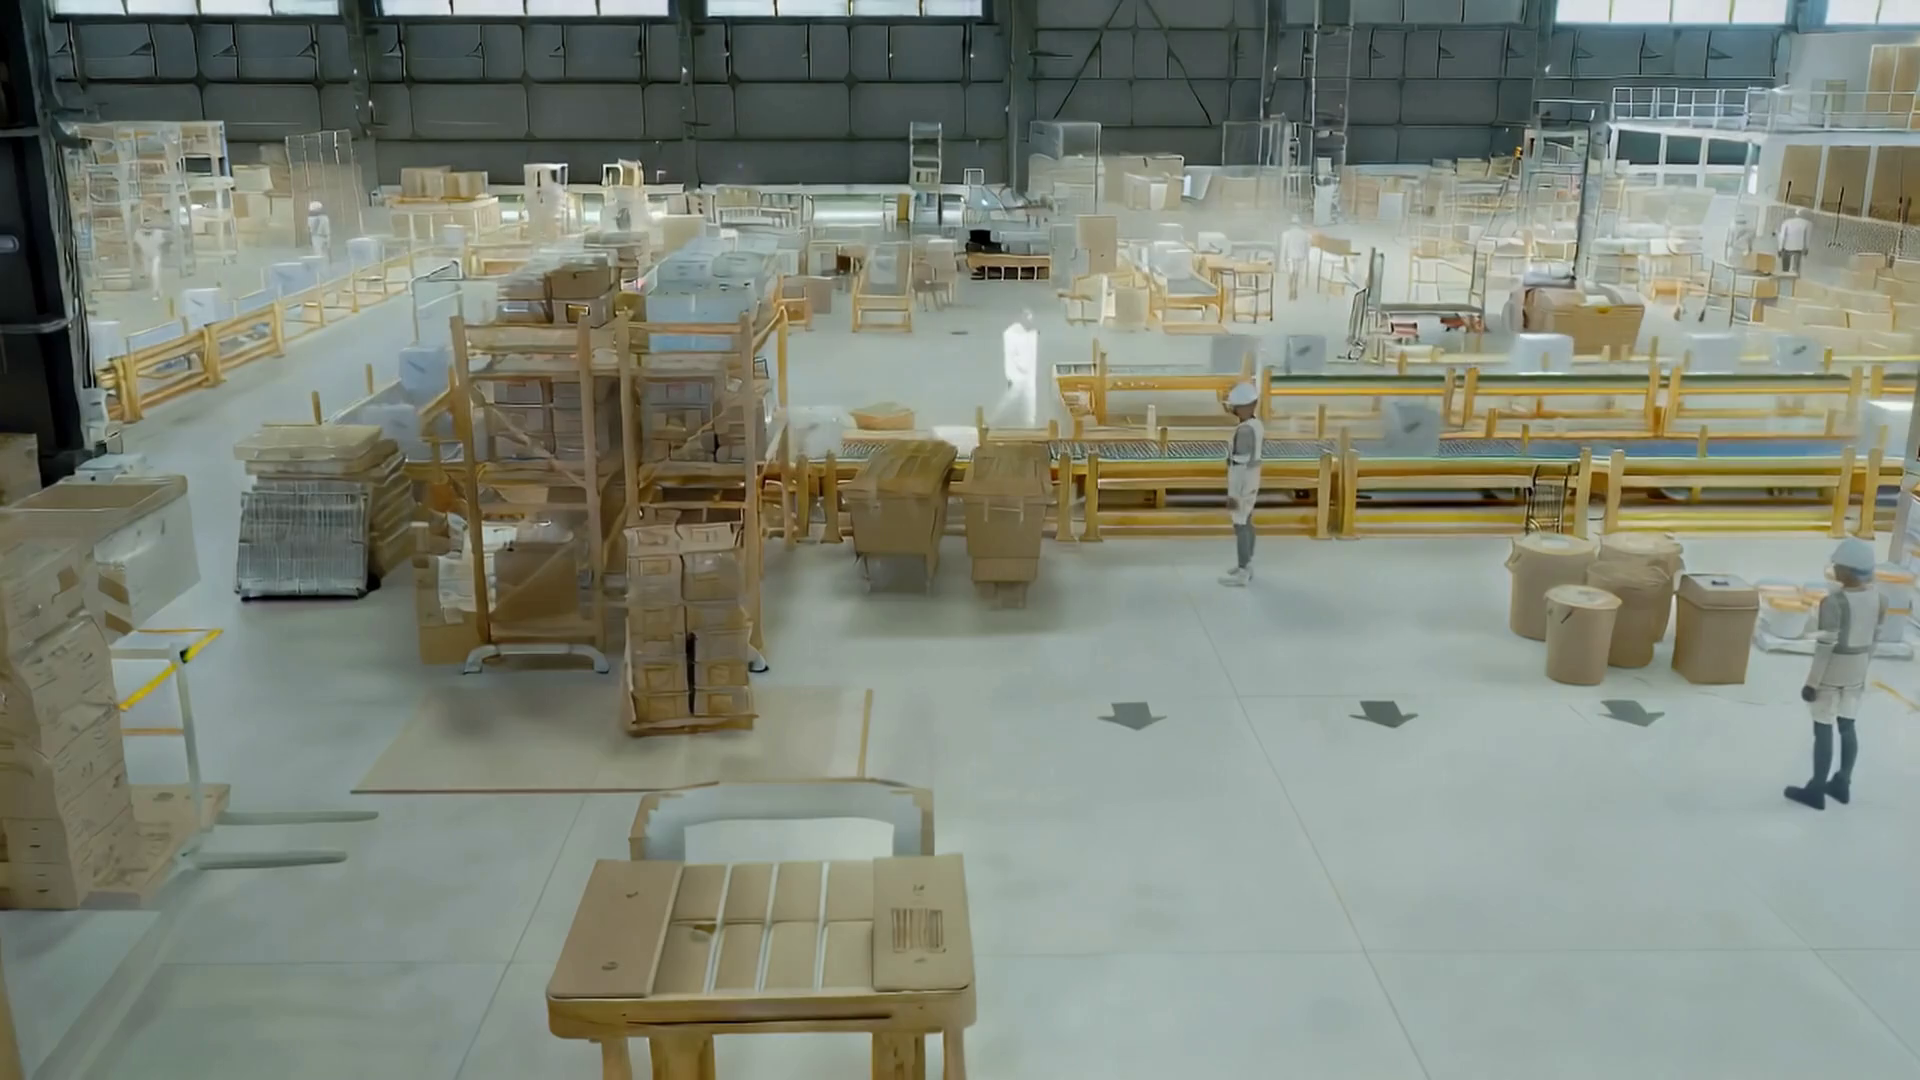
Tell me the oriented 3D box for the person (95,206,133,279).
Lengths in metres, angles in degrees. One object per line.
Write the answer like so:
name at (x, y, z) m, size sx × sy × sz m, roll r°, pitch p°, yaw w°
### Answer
person at (-20.164, -7.039, 39.222) m, size 1.089 × 1.931 × 0.615 m, roll 0°, pitch 16°, yaw 0°

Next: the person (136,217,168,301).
person at (-17.725, -6.179, 36.494) m, size 0.590 × 1.799 × 0.983 m, roll -1°, pitch 16°, yaw -5°

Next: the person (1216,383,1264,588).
person at (2.776, -0.540, 16.437) m, size 0.369 × 2.048 × 0.607 m, roll 7°, pitch 17°, yaw 22°

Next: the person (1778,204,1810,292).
person at (18.927, -6.623, 37.760) m, size 0.642 × 1.957 × 1.018 m, roll 5°, pitch 17°, yaw 17°

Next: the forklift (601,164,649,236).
forklift at (-9.948, -10.127, 49.296) m, size 1.157 × 1.987 × 2.680 m, roll -1°, pitch 16°, yaw -3°

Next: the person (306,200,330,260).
person at (-14.721, -6.784, 38.170) m, size 0.618 × 2.026 × 0.491 m, roll 4°, pitch 16°, yaw 13°

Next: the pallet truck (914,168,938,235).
pallet truck at (-0.989, -10.316, 50.507) m, size 0.823 × 1.965 × 1.885 m, roll 1°, pitch 16°, yaw 3°

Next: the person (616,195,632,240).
person at (-8.770, -8.034, 43.008) m, size 0.752 × 1.736 × 0.548 m, roll -10°, pitch 19°, yaw -31°

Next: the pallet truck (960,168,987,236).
pallet truck at (0.383, -10.230, 50.206) m, size 0.823 × 1.965 × 1.885 m, roll -1°, pitch 16°, yaw -3°

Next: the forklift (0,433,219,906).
forklift at (-5.952, 0.780, 10.366) m, size 1.873 × 2.768 × 1.129 m, roll 0°, pitch 16°, yaw -1°

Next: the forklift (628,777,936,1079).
forklift at (-0.542, 2.165, 5.552) m, size 1.129 × 2.768 × 1.873 m, roll -1°, pitch 16°, yaw -2°

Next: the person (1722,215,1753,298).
person at (17.082, -6.225, 36.604) m, size 0.595 × 1.825 × 0.404 m, roll 15°, pitch 22°, yaw 41°

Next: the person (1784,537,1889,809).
person at (6.091, 0.922, 11.543) m, size 0.545 × 1.942 × 0.351 m, roll -6°, pitch 17°, yaw -21°

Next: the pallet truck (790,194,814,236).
pallet truck at (-4.814, -9.883, 50.259) m, size 0.704 × 1.261 × 1.522 m, roll -1°, pitch 16°, yaw -3°

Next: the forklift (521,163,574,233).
forklift at (-12.233, -10.122, 49.298) m, size 1.157 × 1.987 × 2.680 m, roll 0°, pitch 16°, yaw -1°

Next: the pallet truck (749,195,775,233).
pallet truck at (-6.051, -9.967, 50.660) m, size 0.680 × 1.201 × 1.601 m, roll 0°, pitch 16°, yaw -1°

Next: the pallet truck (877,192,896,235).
pallet truck at (-2.277, -9.986, 50.594) m, size 0.653 × 1.274 × 1.630 m, roll 0°, pitch 16°, yaw -1°

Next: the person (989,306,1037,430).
person at (0.791, -2.306, 22.914) m, size 0.640 × 1.861 × 0.878 m, roll -15°, pitch 22°, yaw -42°

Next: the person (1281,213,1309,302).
person at (7.319, -6.208, 36.423) m, size 0.569 × 1.882 × 0.976 m, roll 2°, pitch 16°, yaw 7°
